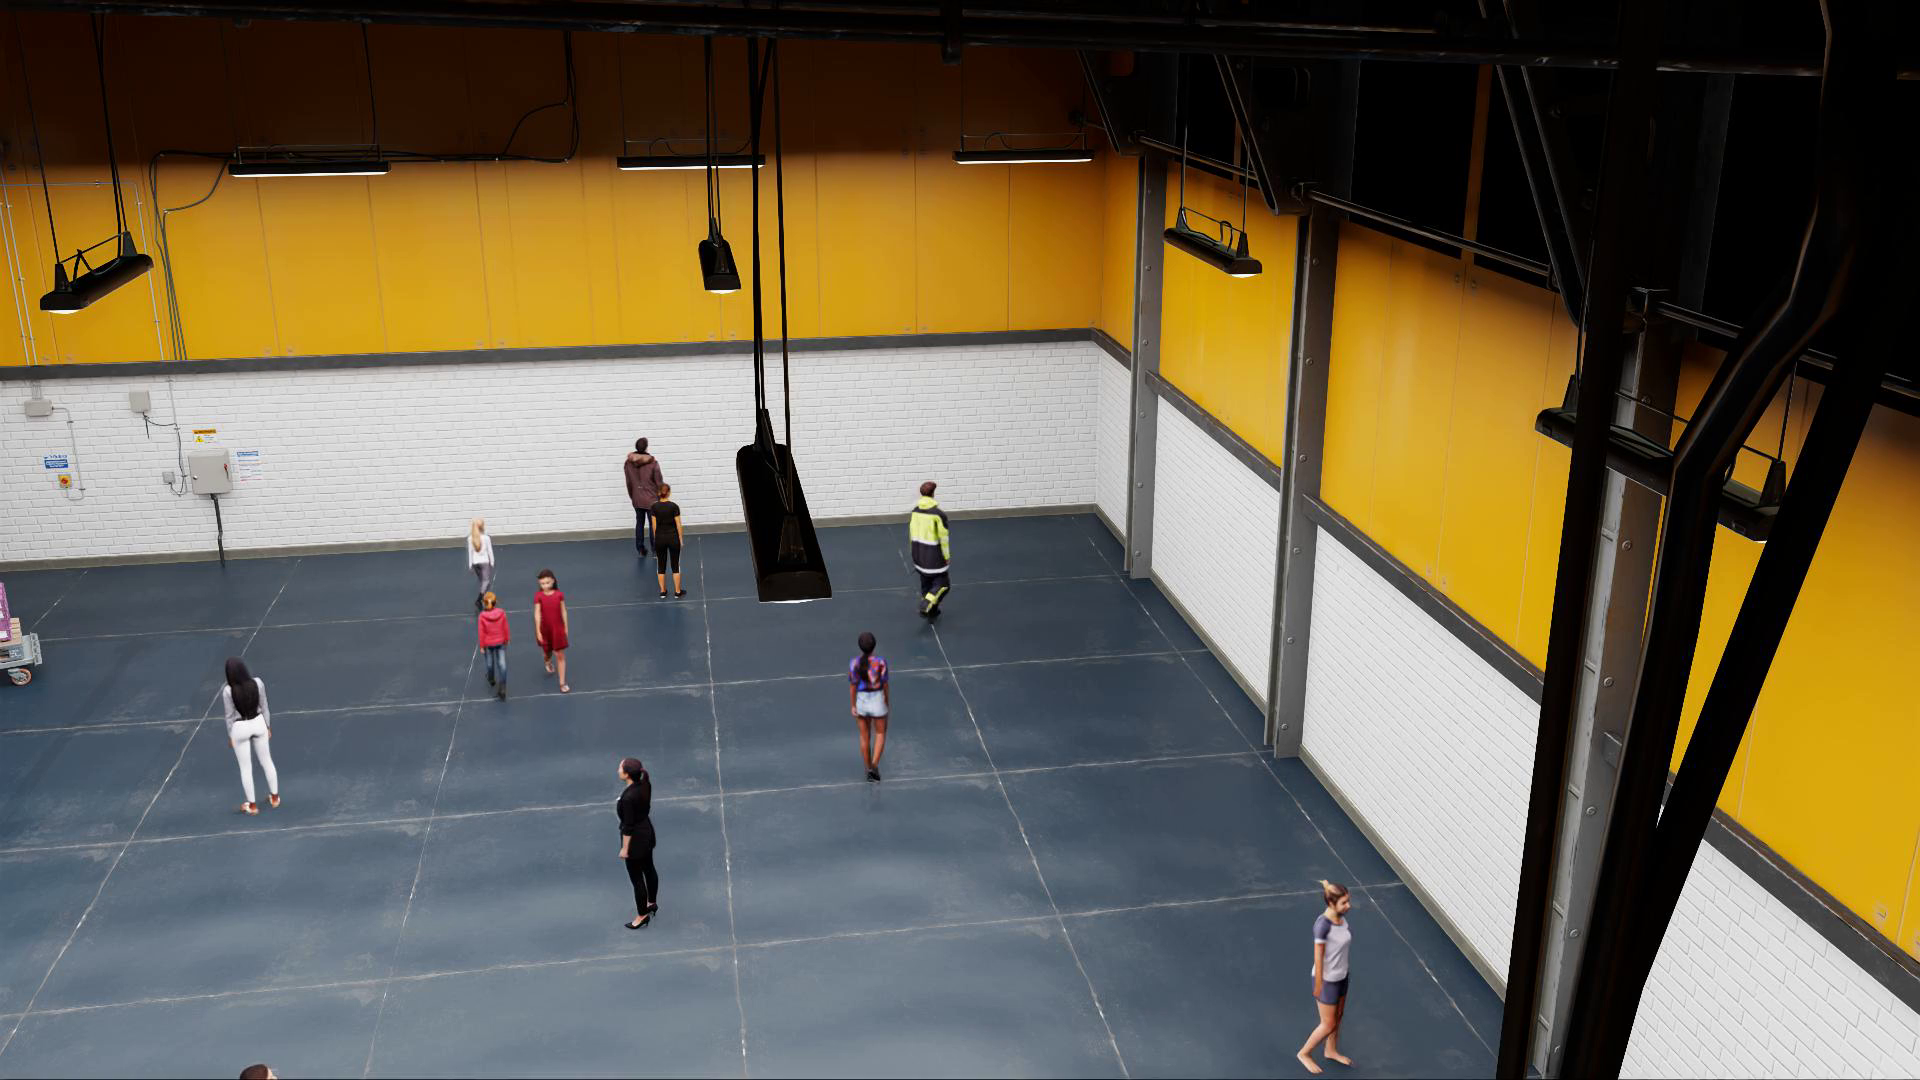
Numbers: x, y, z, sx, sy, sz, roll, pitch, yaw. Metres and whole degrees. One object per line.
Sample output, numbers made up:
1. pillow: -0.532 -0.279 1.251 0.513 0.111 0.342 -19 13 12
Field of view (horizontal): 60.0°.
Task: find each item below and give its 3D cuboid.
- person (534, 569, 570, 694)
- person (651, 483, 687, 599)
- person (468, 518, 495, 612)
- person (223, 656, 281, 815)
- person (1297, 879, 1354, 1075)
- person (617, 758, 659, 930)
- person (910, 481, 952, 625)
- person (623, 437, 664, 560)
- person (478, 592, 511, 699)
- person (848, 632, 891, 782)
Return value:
1. person: -5.010 1.062 20.367 0.667 1.531 0.986 -8 20 -22
2. person: -4.102 -0.004 23.318 0.637 1.669 0.613 2 19 6
3. person: -6.617 0.408 22.940 0.598 1.128 0.730 3 19 8
4. person: -7.377 2.005 17.267 0.668 1.722 0.678 -15 24 -38
5. person: 2.907 3.435 13.177 0.770 1.622 0.712 13 23 34
6. person: -2.930 2.745 15.164 0.741 1.662 0.628 5 19 14
7. person: -0.421 0.200 22.245 1.068 1.966 1.121 15 24 37
8. person: -4.715 -0.636 24.915 0.861 1.848 0.851 6 19 17
9. person: -5.602 1.289 20.083 0.670 1.283 0.934 -8 20 -23
10. person: -0.961 1.829 17.780 0.706 1.729 0.869 1 19 4
